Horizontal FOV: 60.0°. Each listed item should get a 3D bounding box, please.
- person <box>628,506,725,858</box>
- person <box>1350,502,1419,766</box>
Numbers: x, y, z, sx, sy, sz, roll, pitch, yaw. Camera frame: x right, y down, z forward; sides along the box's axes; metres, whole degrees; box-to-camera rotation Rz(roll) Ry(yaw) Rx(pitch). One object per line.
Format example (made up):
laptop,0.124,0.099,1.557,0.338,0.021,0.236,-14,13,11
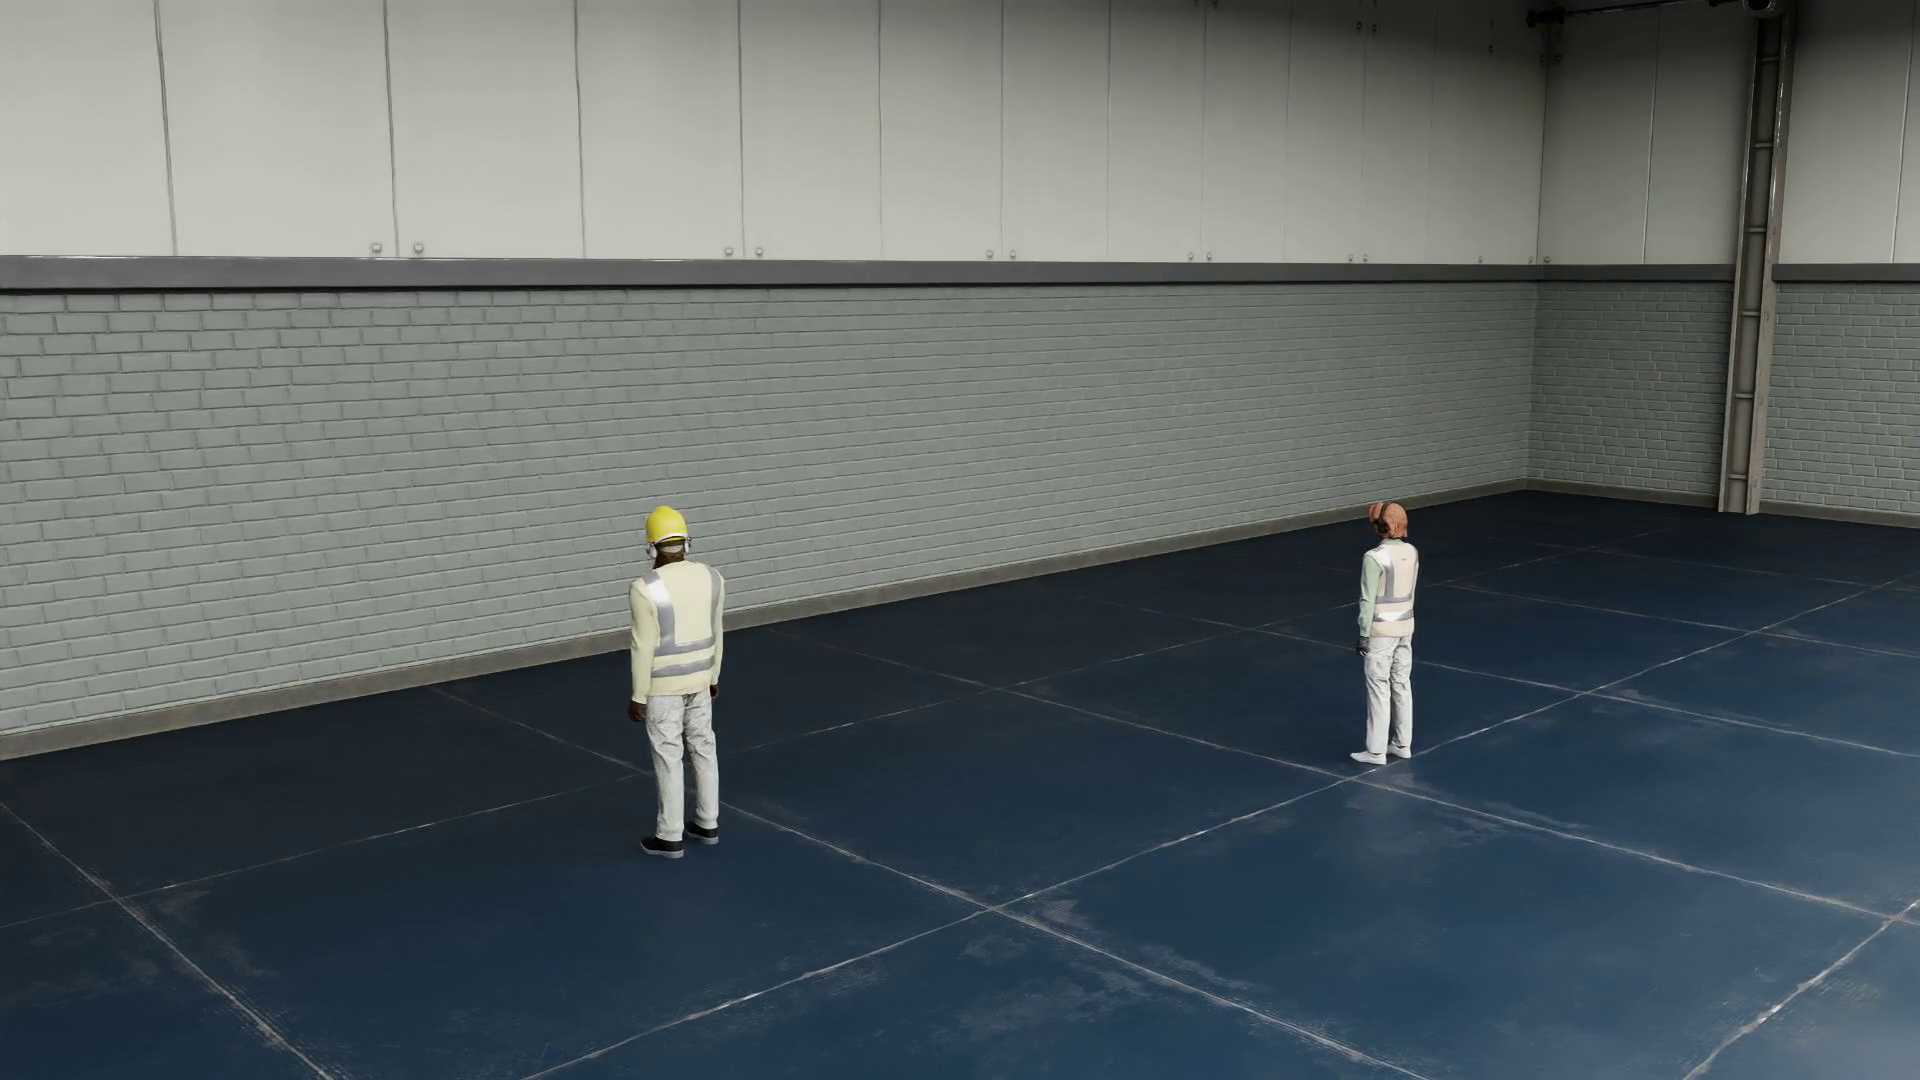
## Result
person,-1.492,0.734,8.670,0.403,1.828,0.593,8,12,40
person,2.637,0.577,10.268,0.508,1.629,0.314,-8,12,-42
